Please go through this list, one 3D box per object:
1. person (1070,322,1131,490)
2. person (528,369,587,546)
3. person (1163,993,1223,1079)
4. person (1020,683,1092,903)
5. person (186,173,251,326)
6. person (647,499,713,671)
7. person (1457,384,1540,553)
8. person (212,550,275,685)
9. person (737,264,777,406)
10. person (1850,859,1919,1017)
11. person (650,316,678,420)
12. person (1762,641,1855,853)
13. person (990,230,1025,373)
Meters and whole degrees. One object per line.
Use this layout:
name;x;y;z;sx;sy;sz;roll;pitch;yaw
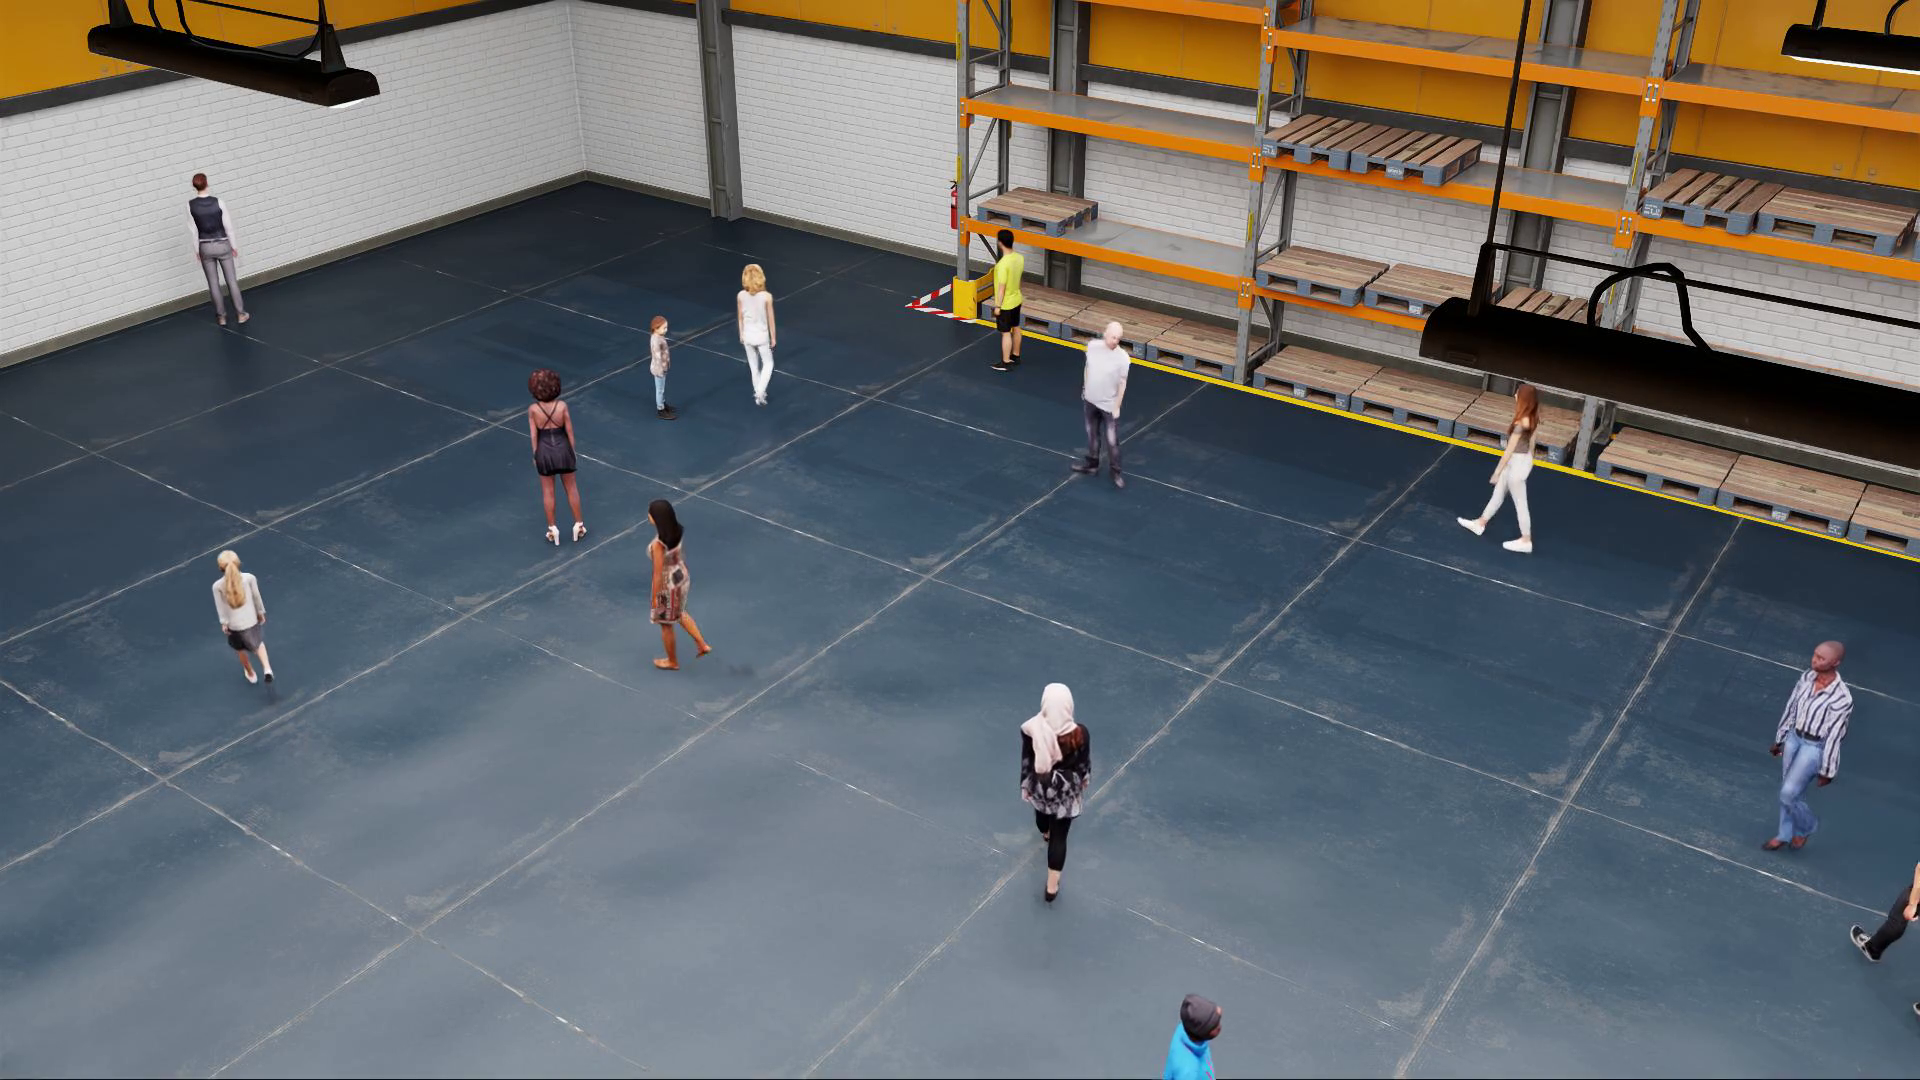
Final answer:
person;1.439;-1.444;17.050;0.960;1.809;0.578;-17;33;-29
person;-3.870;-0.793;15.879;0.661;1.789;0.701;-9;30;-16
person;1.085;3.080;8.788;0.896;1.778;0.811;1;29;2
person;0.648;1.752;11.421;1.132;1.589;1.072;2;29;3
person;-9.426;-3.691;21.035;0.743;1.938;0.771;-8;30;-15
person;-2.347;0.391;13.866;0.854;1.636;0.774;9;30;17
person;5.353;-0.648;15.703;0.989;1.703;0.653;17;33;28
person;-5.925;0.667;13.747;0.623;1.266;0.743;-19;34;-30
person;-2.313;-2.272;18.724;0.806;1.661;0.821;5;29;9
person;6.143;2.236;10.330;1.183;1.785;1.188;-2;29;-4
person;-3.362;-1.946;18.617;0.606;1.189;0.561;-1;29;-2
person;6.044;1.485;11.713;0.858;1.780;0.795;-6;29;-11
person;0.589;-2.858;19.750;0.513;1.706;0.611;19;34;31
